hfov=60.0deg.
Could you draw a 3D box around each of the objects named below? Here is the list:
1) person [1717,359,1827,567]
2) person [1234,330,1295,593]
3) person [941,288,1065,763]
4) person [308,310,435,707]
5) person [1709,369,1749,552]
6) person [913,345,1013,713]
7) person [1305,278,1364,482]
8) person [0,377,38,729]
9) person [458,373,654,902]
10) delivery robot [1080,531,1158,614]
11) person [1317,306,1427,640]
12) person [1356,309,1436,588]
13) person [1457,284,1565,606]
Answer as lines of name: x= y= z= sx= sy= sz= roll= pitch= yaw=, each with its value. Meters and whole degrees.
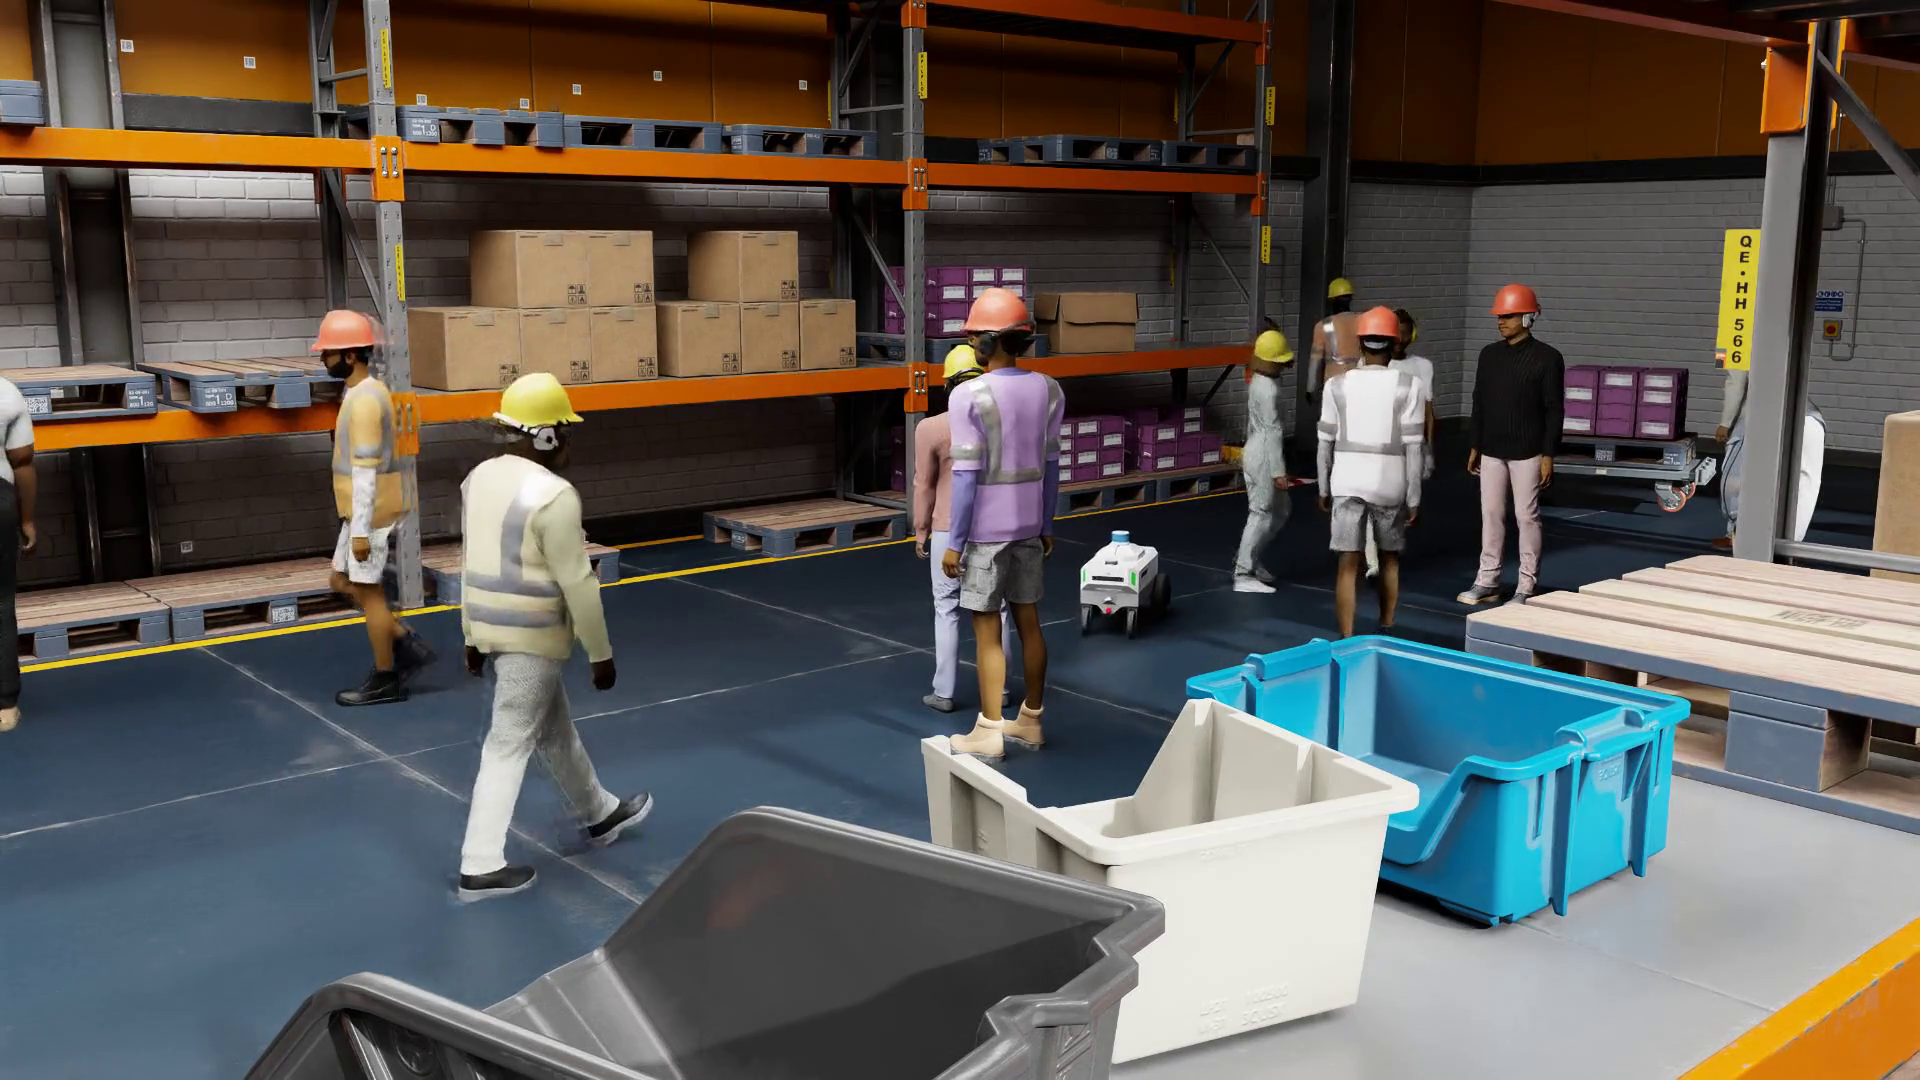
person: x=3.805 y=-0.073 z=7.878 sx=0.404 sy=1.832 sz=0.600 roll=0 pitch=10 yaw=1
person: x=1.938 y=-0.481 z=10.554 sx=0.377 sy=1.700 sz=0.579 roll=2 pitch=10 yaw=9
person: x=0.165 y=-0.059 z=7.213 sx=0.615 sy=2.042 sz=0.376 roll=-9 pitch=13 yaw=-41
person: x=-2.867 y=-0.138 z=7.984 sx=0.406 sy=1.924 sz=0.582 roll=-3 pitch=11 yaw=-19
person: x=5.748 y=-0.872 z=12.059 sx=0.627 sy=1.940 sz=0.370 roll=-4 pitch=11 yaw=-24
person: x=0.027 y=-0.053 z=7.989 sx=0.523 sy=1.759 sz=0.350 roll=-3 pitch=11 yaw=-15
person: x=3.519 y=-1.443 z=15.316 sx=0.641 sy=1.919 sz=0.404 roll=-2 pitch=10 yaw=-9
person: x=-4.547 y=-0.112 z=7.516 sx=0.698 sy=2.000 sz=0.572 roll=-7 pitch=12 yaw=-34
person: x=-1.428 y=0.315 z=5.833 sx=0.913 sy=1.782 sz=0.616 roll=-9 pitch=14 yaw=-42
delivery robot: x=0.937 y=0.190 z=9.725 sx=0.477 sy=0.478 sz=0.707 roll=3 pitch=11 yaw=17
person: x=2.175 y=-0.274 z=8.819 sx=0.581 sy=1.891 sz=0.904 roll=4 pitch=11 yaw=23
person: x=2.840 y=-0.595 z=10.882 sx=0.536 sy=1.807 sz=1.024 roll=2 pitch=10 yaw=12
person: x=3.345 y=-0.552 z=10.109 sx=0.397 sy=1.992 sz=0.623 roll=-7 pitch=12 yaw=-34
